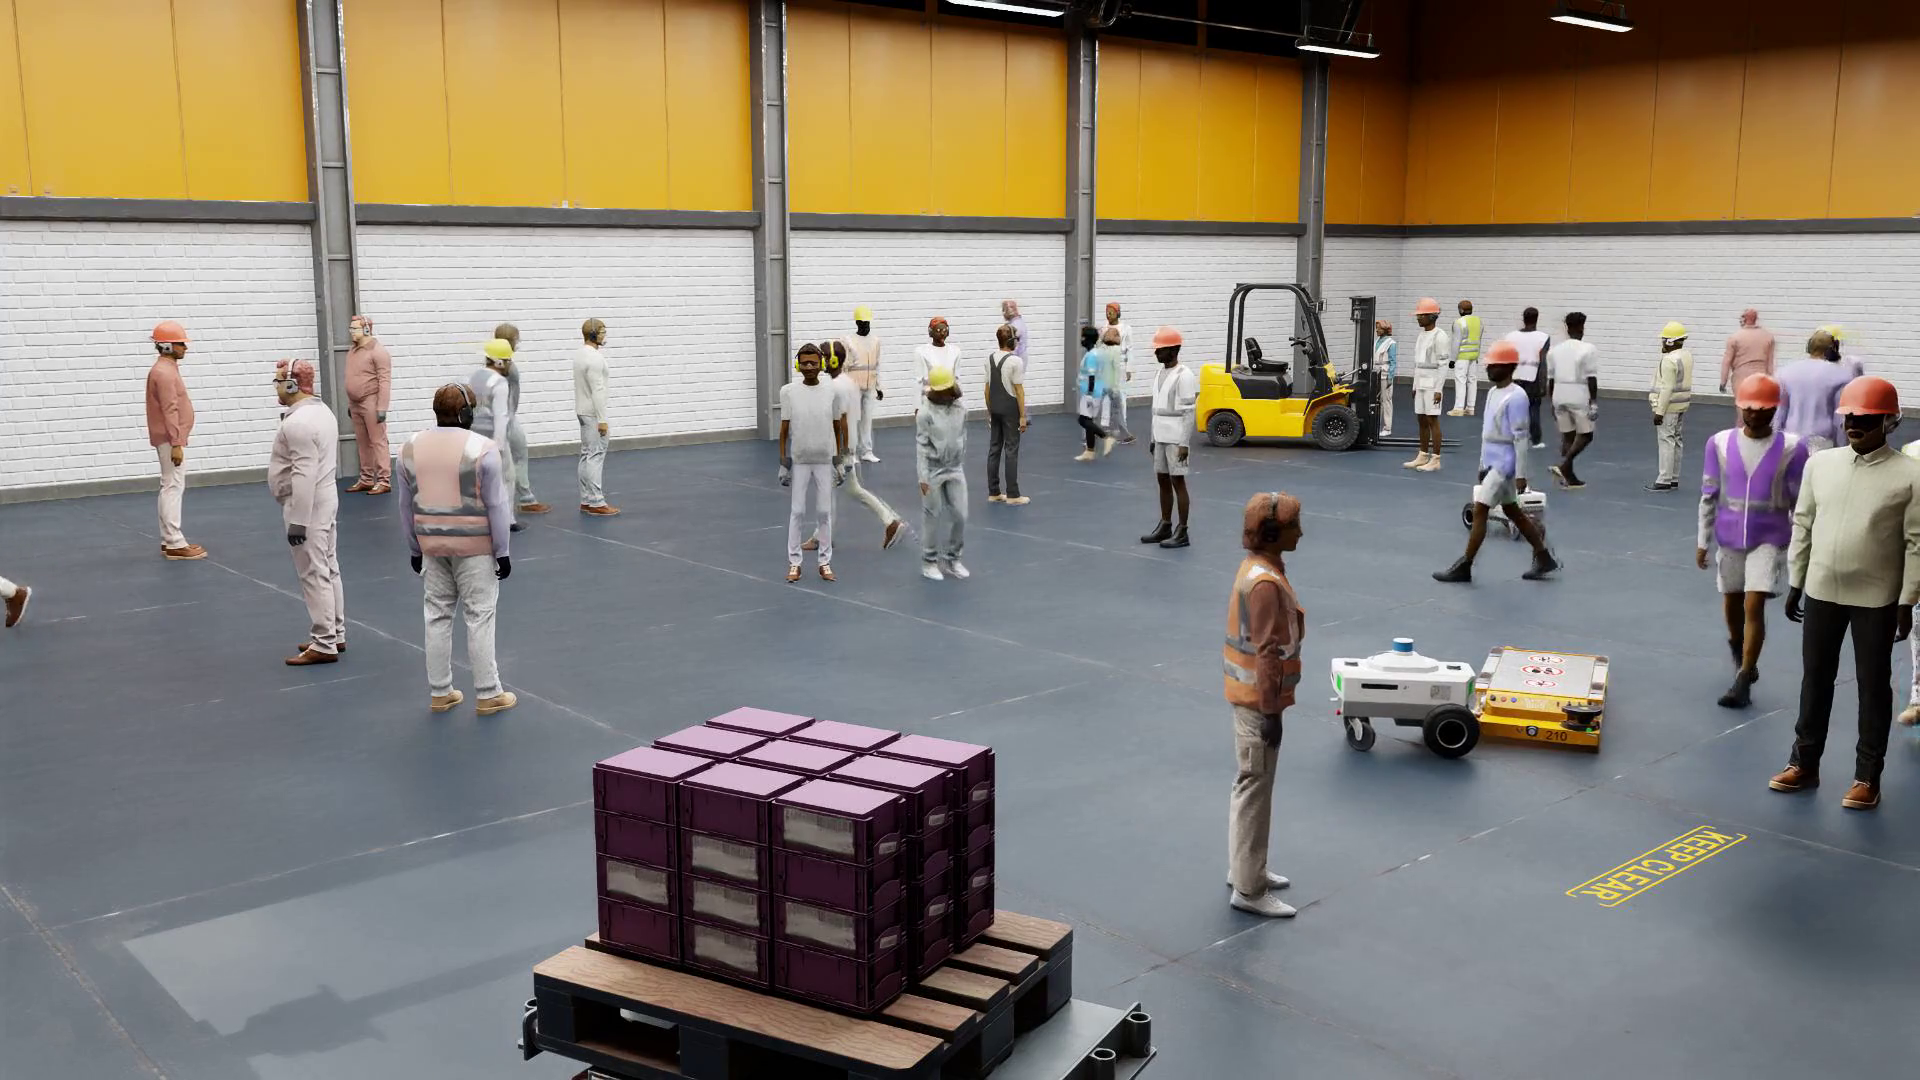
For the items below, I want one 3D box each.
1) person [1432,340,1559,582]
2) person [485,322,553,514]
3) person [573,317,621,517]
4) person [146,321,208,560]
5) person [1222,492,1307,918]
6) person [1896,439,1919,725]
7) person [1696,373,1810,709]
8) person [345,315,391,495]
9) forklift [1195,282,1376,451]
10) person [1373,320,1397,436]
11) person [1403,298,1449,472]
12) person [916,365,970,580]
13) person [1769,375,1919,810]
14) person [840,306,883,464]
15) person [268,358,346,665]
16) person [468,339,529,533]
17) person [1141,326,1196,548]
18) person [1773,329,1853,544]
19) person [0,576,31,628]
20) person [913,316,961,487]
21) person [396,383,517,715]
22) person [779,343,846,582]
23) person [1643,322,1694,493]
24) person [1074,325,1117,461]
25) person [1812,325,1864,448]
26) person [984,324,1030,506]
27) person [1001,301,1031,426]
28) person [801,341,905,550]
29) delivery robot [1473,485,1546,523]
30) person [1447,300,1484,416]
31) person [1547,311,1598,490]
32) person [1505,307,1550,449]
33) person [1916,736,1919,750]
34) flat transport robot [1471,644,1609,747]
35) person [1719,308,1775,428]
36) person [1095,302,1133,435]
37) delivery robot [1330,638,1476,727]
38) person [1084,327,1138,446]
[{"bbox_3d":[4.235,-0.602,12.908,0.996,1.898,0.555,0,10,-1],"label":"person"},{"bbox_3d":[-4.495,-1.168,16.178,0.910,1.911,0.660,-4,10,-21],"label":"person"},{"bbox_3d":[-3.575,-1.200,16.262,0.356,1.938,0.638,-5,11,-27],"label":"person"},{"bbox_3d":[-6.593,-0.836,13.965,0.395,1.994,0.613,-5,11,-28],"label":"person"},{"bbox_3d":[1.181,0.625,6.468,0.325,1.633,0.540,1,10,6],"label":"person"},{"bbox_3d":[5.210,0.124,8.856,0.514,1.819,0.643,-6,11,-30],"label":"person"},{"bbox_3d":[4.575,-0.032,9.579,0.553,1.899,0.918,8,12,38],"label":"person"},{"bbox_3d":[-6.340,-1.436,17.737,0.636,1.910,0.404,7,12,37],"label":"person"},{"bbox_3d":[4.328,-2.346,22.227,2.313,2.155,1.214,3,10,16],"label":"forklift"},{"bbox_3d":[5.956,-2.283,23.473,0.309,1.641,0.513,-4,10,-21],"label":"person"},{"bbox_3d":[5.481,-1.817,19.570,0.393,2.041,0.613,-2,10,-13],"label":"person"},{"bbox_3d":[-0.154,-0.514,12.920,0.497,1.702,0.549,-5,11,-29],"label":"person"},{"bbox_3d":[4.129,0.235,7.698,0.376,1.995,0.609,-8,12,-38],"label":"person"},{"bbox_3d":[-1.196,-1.898,20.380,0.585,1.929,0.370,-8,12,-38],"label":"person"},{"bbox_3d":[-4.085,-0.177,10.369,0.402,1.906,0.652,-1,10,-8],"label":"person"},{"bbox_3d":[-4.321,-0.922,15.101,0.611,1.797,0.662,9,13,43],"label":"person"},{"bbox_3d":[1.806,-0.894,14.484,0.377,1.932,0.552,-5,11,-25],"label":"person"},{"bbox_3d":[7.516,-0.915,14.748,0.990,1.902,0.629,-9,13,-41],"label":"person"},{"bbox_3d":[-6.677,-0.247,10.984,0.736,1.838,0.538,-8,13,-39],"label":"person"},{"bbox_3d":[-0.233,-1.472,18.017,0.584,1.882,0.349,-5,11,-29],"label":"person"},{"bbox_3d":[-2.771,0.051,9.226,0.634,1.841,0.429,2,10,13],"label":"person"},{"bbox_3d":[-1.151,-0.601,12.959,0.523,1.870,0.317,-2,10,-9],"label":"person"},{"bbox_3d":[7.630,-1.427,17.904,0.404,1.833,0.589,9,13,41],"label":"person"},{"bbox_3d":[1.649,-1.788,20.429,0.444,1.686,0.540,0,10,3],"label":"person"},{"bbox_3d":[8.441,-1.128,16.028,0.754,1.873,0.425,1,10,3],"label":"person"},{"bbox_3d":[0.472,-1.269,16.943,0.506,1.846,0.345,9,13,42],"label":"person"},{"bbox_3d":[0.829,-2.563,24.408,0.467,1.886,0.691,2,10,9],"label":"person"},{"bbox_3d":[-0.950,-0.797,14.253,0.907,1.832,0.521,1,10,5],"label":"person"},{"bbox_3d":[4.996,-0.362,15.131,0.477,0.478,0.707,-3,10,-17],"label":"delivery robot"},{"bbox_3d":[8.009,-2.885,26.434,0.620,1.838,0.430,-6,11,-31],"label":"person"},{"bbox_3d":[6.608,-1.499,17.998,0.527,1.943,0.644,-6,12,-33],"label":"person"},{"bbox_3d":[7.381,-2.091,21.684,0.610,1.892,0.818,8,12,37],"label":"person"},{"bbox_3d":[5.049,0.311,7.928,0.568,1.789,0.940,-2,10,-9],"label":"person"},{"bbox_3d":[3.230,0.836,9.222,0.652,0.197,1.431,4,10,23],"label":"flat transport robot"},{"bbox_3d":[10.340,-2.101,21.766,0.654,1.871,0.931,-1,10,-8],"label":"person"},{"bbox_3d":[2.180,-2.438,23.668,0.585,1.882,0.337,6,11,32],"label":"person"},{"bbox_3d":[2.283,0.751,8.613,0.707,0.478,0.477,2,10,9],"label":"delivery robot"},{"bbox_3d":[1.996,-2.054,22.302,0.883,1.581,0.517,-8,13,-40],"label":"person"}]
